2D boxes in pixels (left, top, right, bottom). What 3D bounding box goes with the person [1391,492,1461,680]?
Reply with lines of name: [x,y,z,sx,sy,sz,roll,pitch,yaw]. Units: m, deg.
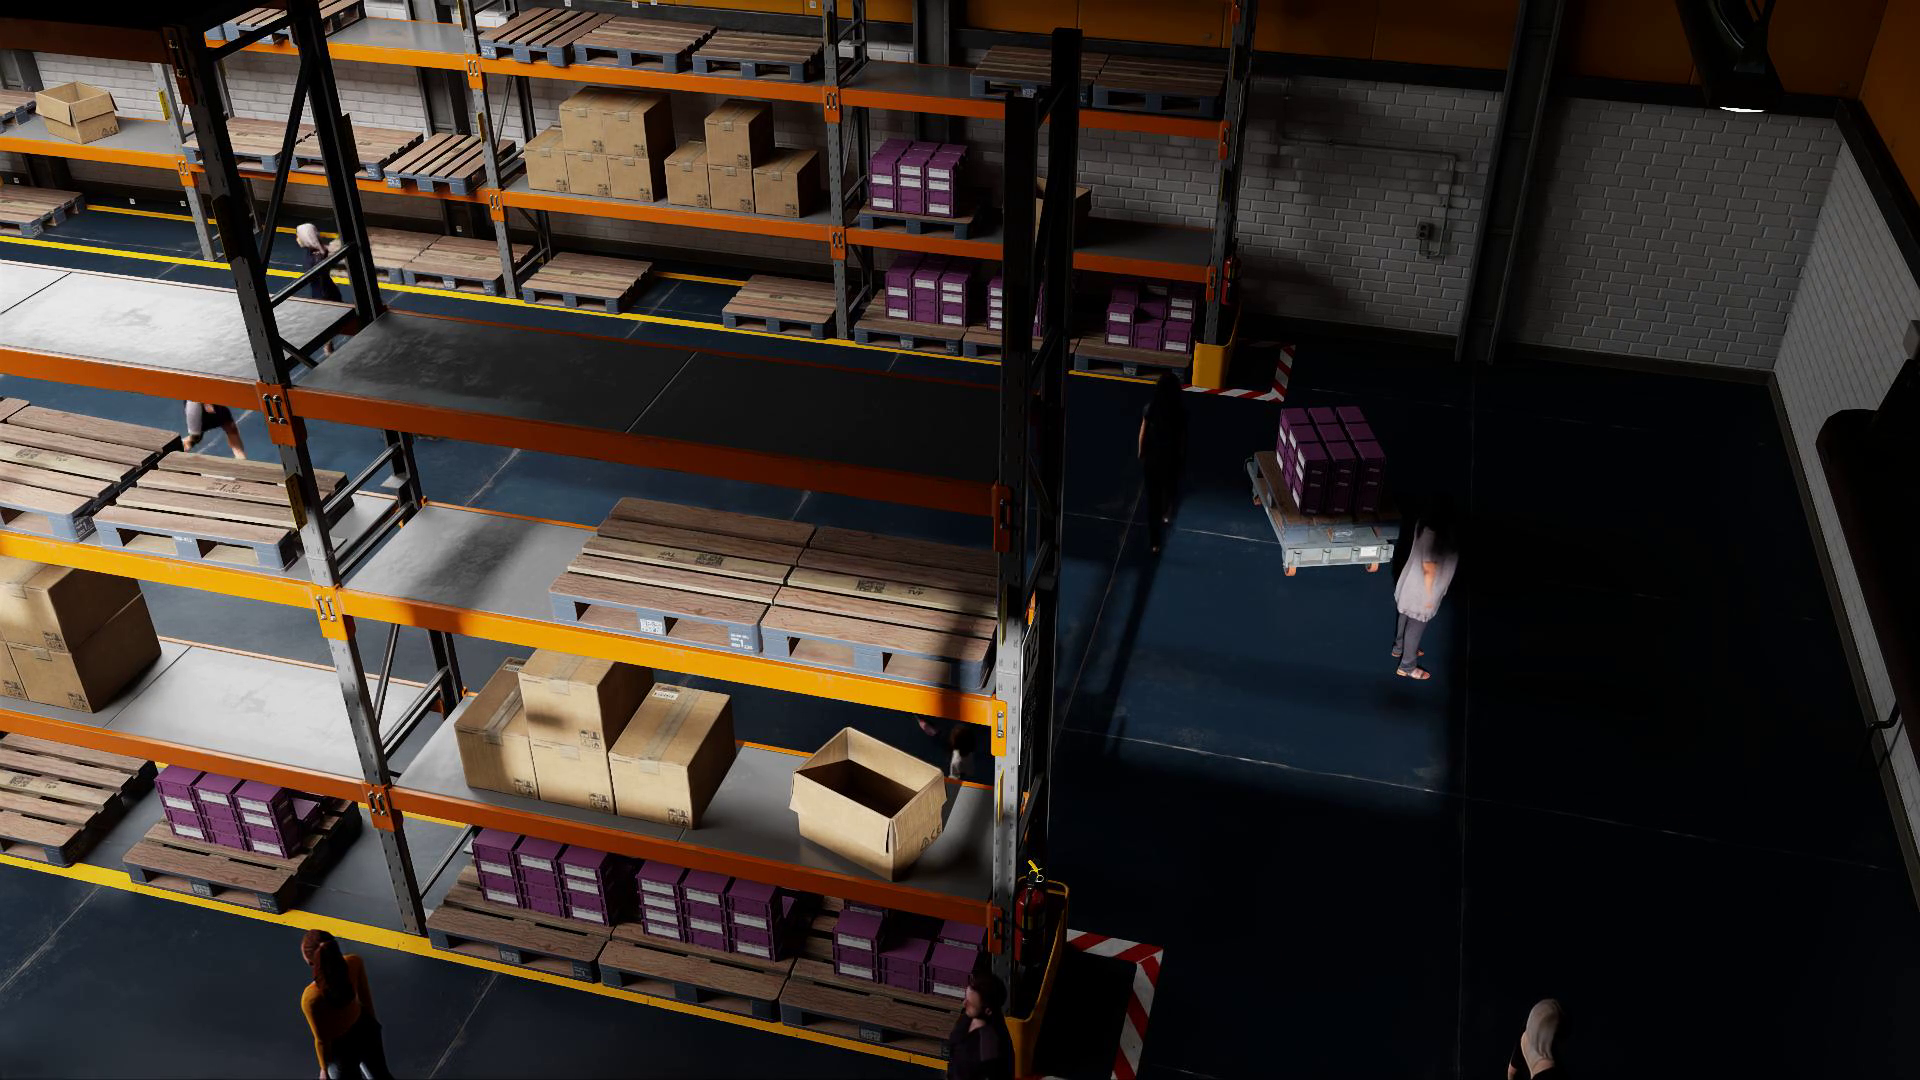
person: [3.607,0.324,12.979,0.709,1.610,0.684,2,34,3]

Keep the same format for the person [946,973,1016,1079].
person: [0.215,2.954,8.833,1.200,1.818,0.993,-7,34,-10]

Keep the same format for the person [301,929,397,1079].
person: [-3.353,2.780,9.157,0.594,1.749,0.630,15,37,22]

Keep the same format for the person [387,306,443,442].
person: [-5.416,-1.583,16.002,0.789,1.440,0.563,6,34,9]

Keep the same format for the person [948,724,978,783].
person: [-0.051,1.675,11.496,0.671,1.001,0.436,11,35,16]

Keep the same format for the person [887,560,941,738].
person: [-0.485,0.669,12.501,0.956,1.565,1.150,-28,42,-35]

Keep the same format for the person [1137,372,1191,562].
person: [1.726,-0.597,14.274,0.912,1.711,0.694,5,34,7]

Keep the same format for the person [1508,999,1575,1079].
person: [2.956,3.052,8.676,0.636,1.830,0.648,-5,34,-8]
